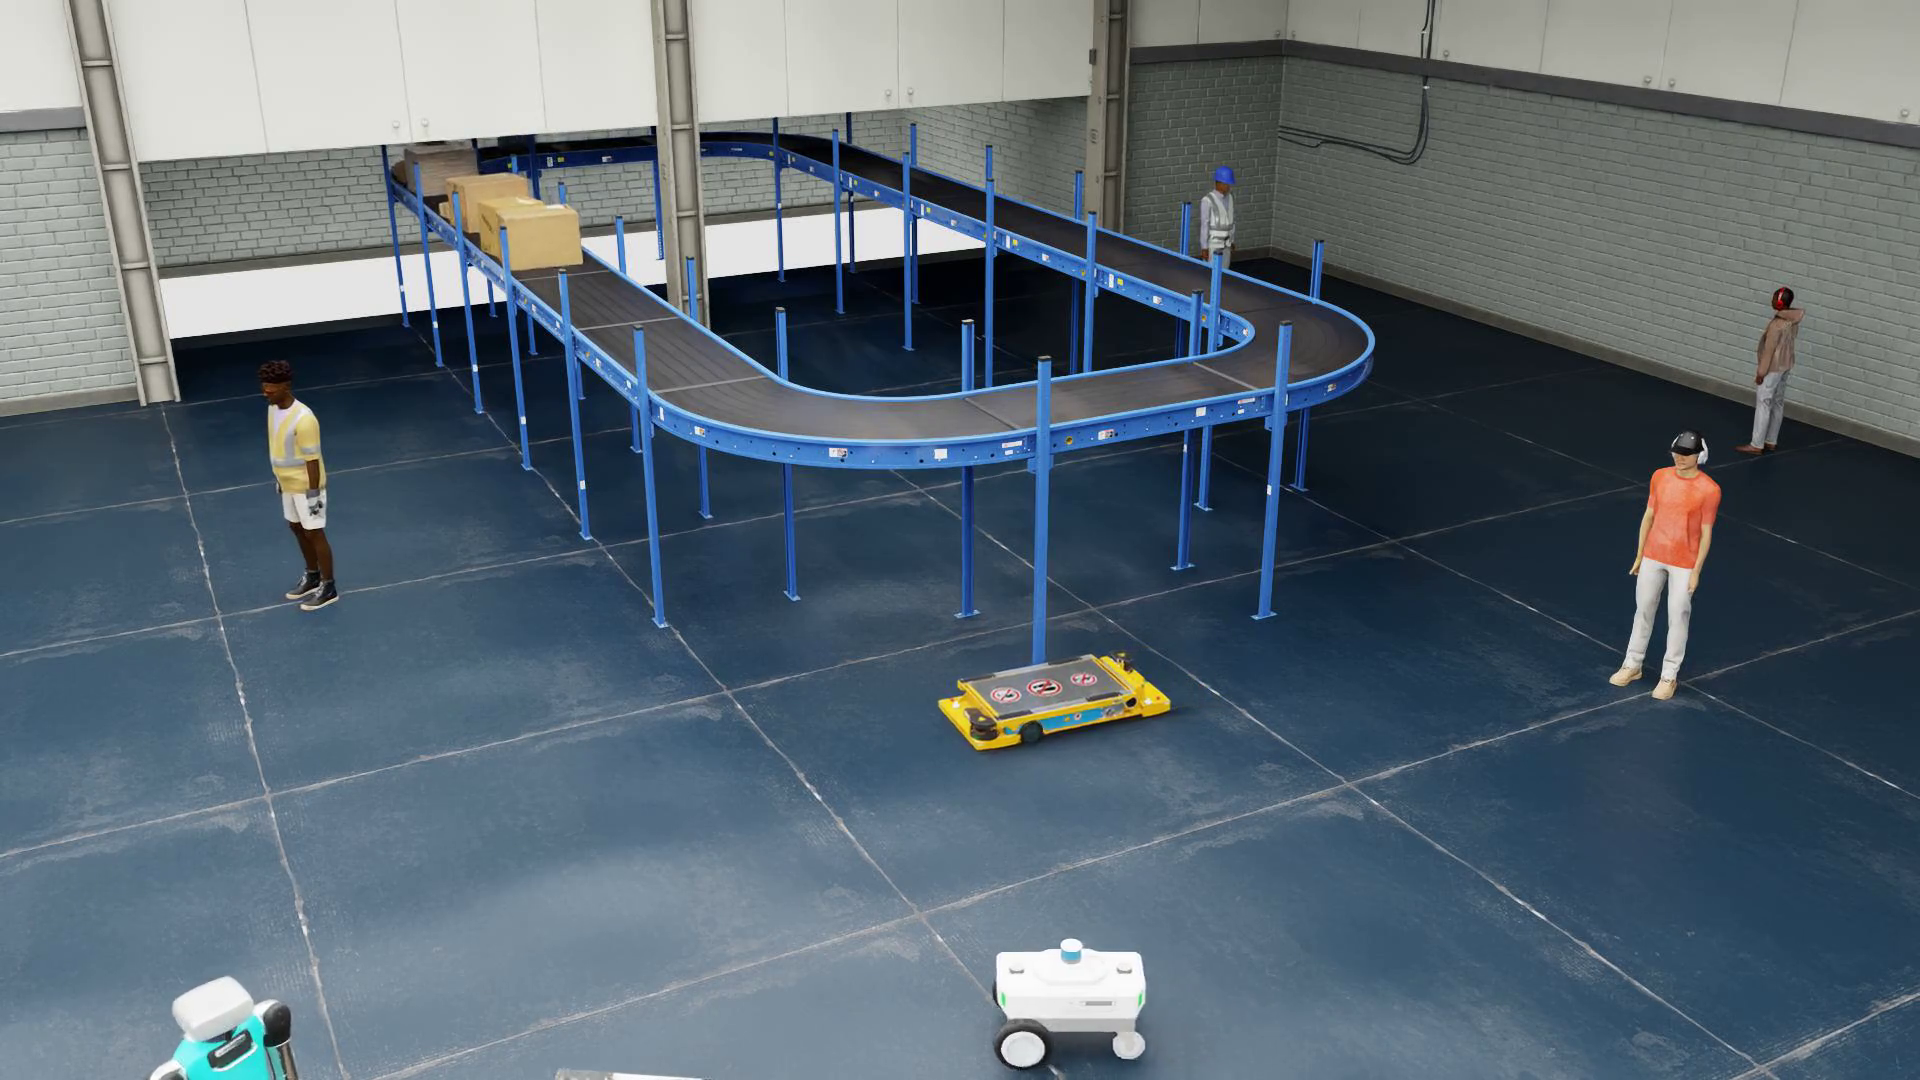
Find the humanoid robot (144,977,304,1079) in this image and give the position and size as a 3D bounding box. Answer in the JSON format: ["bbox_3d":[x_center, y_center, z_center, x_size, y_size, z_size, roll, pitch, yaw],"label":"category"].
[{"bbox_3d":[-2.371,2.428,5.924,0.717,1.791,0.548,13,26,30],"label":"humanoid robot"}]

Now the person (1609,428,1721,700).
[{"bbox_3d":[4.818,0.157,11.301,0.477,1.912,0.389,20,30,41],"label":"person"}]

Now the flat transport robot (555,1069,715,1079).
[{"bbox_3d":[-1.293,2.663,7.293,1.431,0.231,0.659,2,22,5],"label":"flat transport robot"}]

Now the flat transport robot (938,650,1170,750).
[{"bbox_3d":[0.637,1.075,11.219,1.431,0.231,0.659,-9,24,-21],"label":"flat transport robot"}]

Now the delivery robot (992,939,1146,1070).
[{"bbox_3d":[0.513,2.211,8.041,0.802,0.603,0.499,0,22,0],"label":"delivery robot"}]

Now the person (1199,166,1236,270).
[{"bbox_3d":[3.235,-3.717,20.852,0.615,1.933,0.416,-18,28,-38],"label":"person"}]

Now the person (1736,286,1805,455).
[{"bbox_3d":[7.867,-1.631,16.072,0.464,1.648,0.327,-16,27,-34],"label":"person"}]

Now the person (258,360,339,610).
[{"bbox_3d":[-5.048,-0.436,12.705,0.382,1.957,0.605,-21,30,-41],"label":"person"}]
